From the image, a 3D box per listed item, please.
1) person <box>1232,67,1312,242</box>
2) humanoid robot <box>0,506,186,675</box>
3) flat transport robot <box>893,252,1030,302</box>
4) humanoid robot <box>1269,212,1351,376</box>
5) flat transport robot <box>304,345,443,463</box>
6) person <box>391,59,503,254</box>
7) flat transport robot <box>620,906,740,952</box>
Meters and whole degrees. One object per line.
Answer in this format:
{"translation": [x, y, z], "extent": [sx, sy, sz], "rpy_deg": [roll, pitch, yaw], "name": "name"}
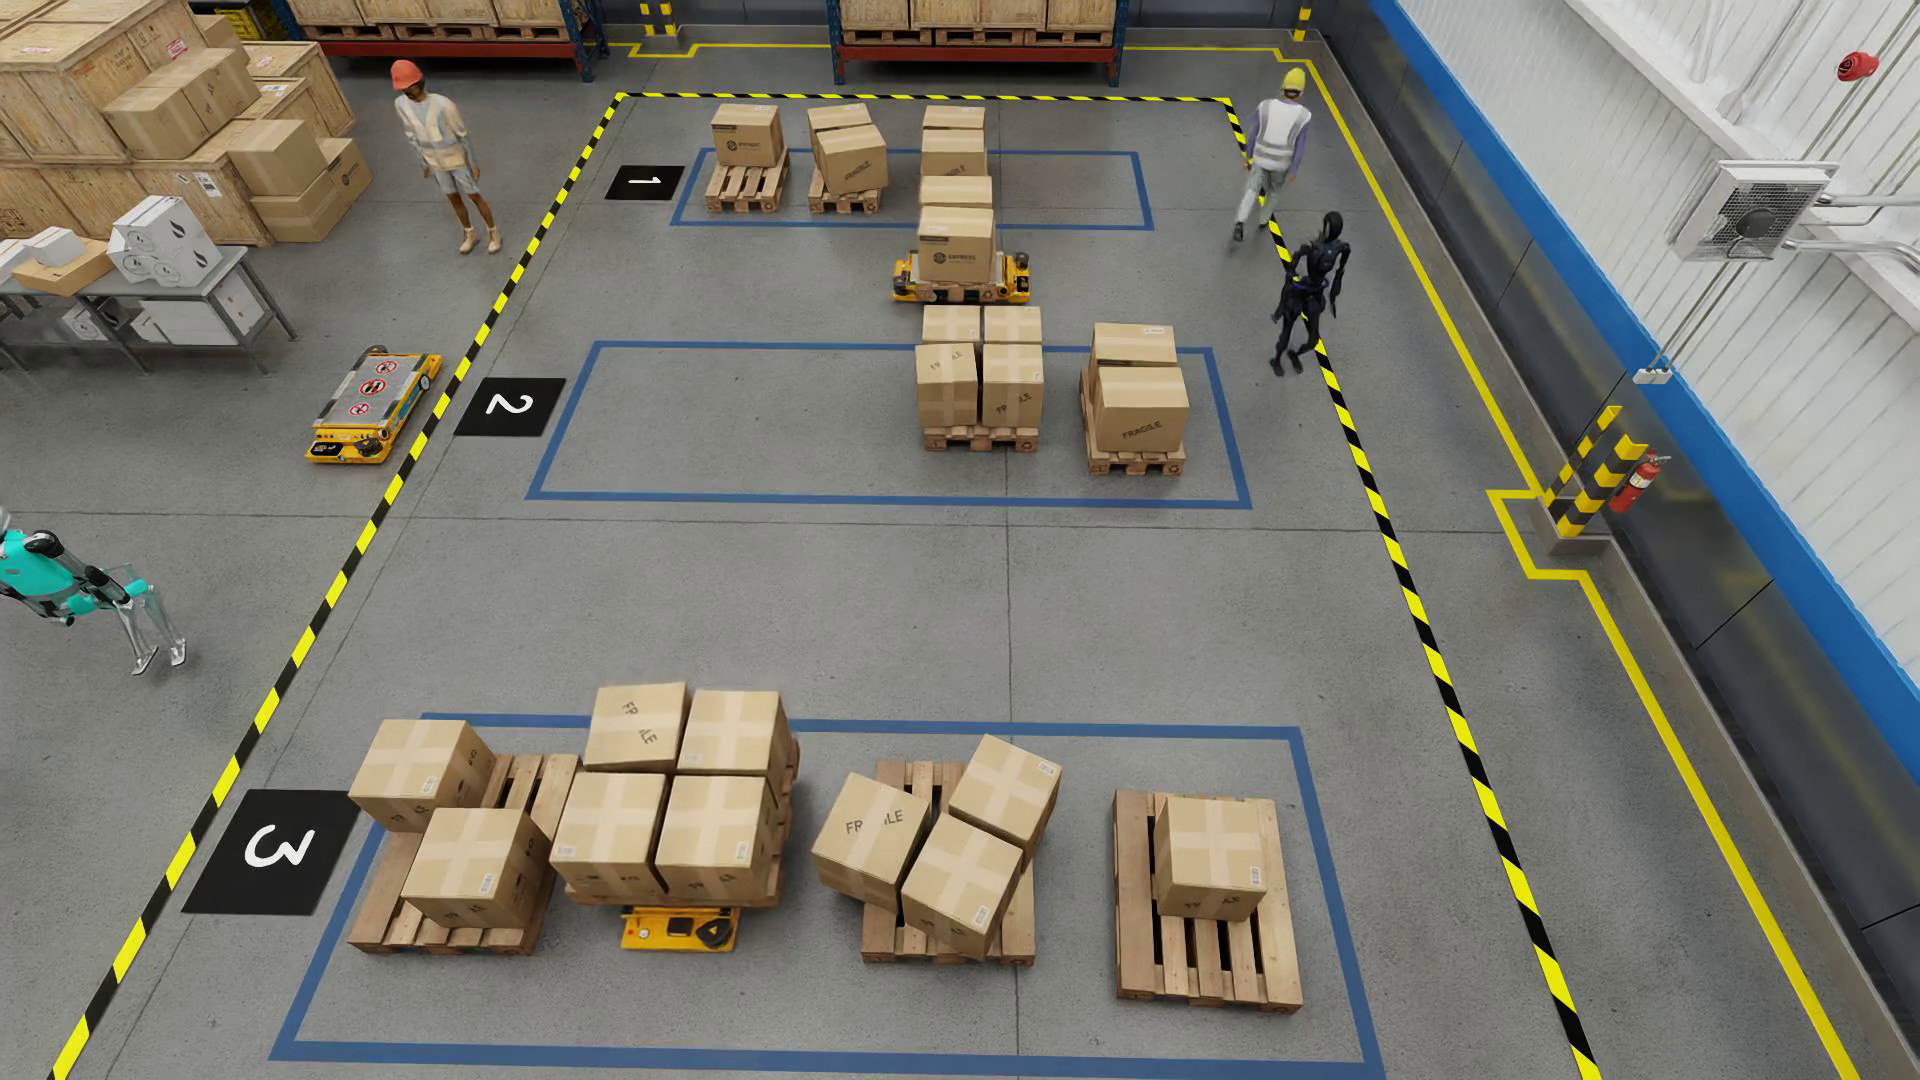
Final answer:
{"translation": [3.327, -4.056, 9.792], "extent": [0.601, 1.805, 0.761], "rpy_deg": [21, 53, 17], "name": "person"}
{"translation": [-5.811, 0.254, 6.106], "extent": [0.533, 1.671, 0.735], "rpy_deg": [-11, 51, -10], "name": "humanoid robot"}
{"translation": [0.020, -2.803, 9.720], "extent": [1.431, 0.197, 0.652], "rpy_deg": [1, 50, 1], "name": "flat transport robot"}
{"translation": [3.143, -2.182, 8.289], "extent": [0.602, 1.646, 0.355], "rpy_deg": [-7, 50, -6], "name": "humanoid robot"}
{"translation": [-5.383, -1.269, 8.441], "extent": [0.659, 0.231, 1.431], "rpy_deg": [1, 50, 1], "name": "flat transport robot"}
{"translation": [-5.335, -3.929, 9.531], "extent": [0.609, 2.042, 0.393], "rpy_deg": [2, 50, 1], "name": "person"}
{"translation": [-1.655, 1.827, 5.803], "extent": [0.652, 0.197, 1.431], "rpy_deg": [1, 50, 1], "name": "flat transport robot"}
